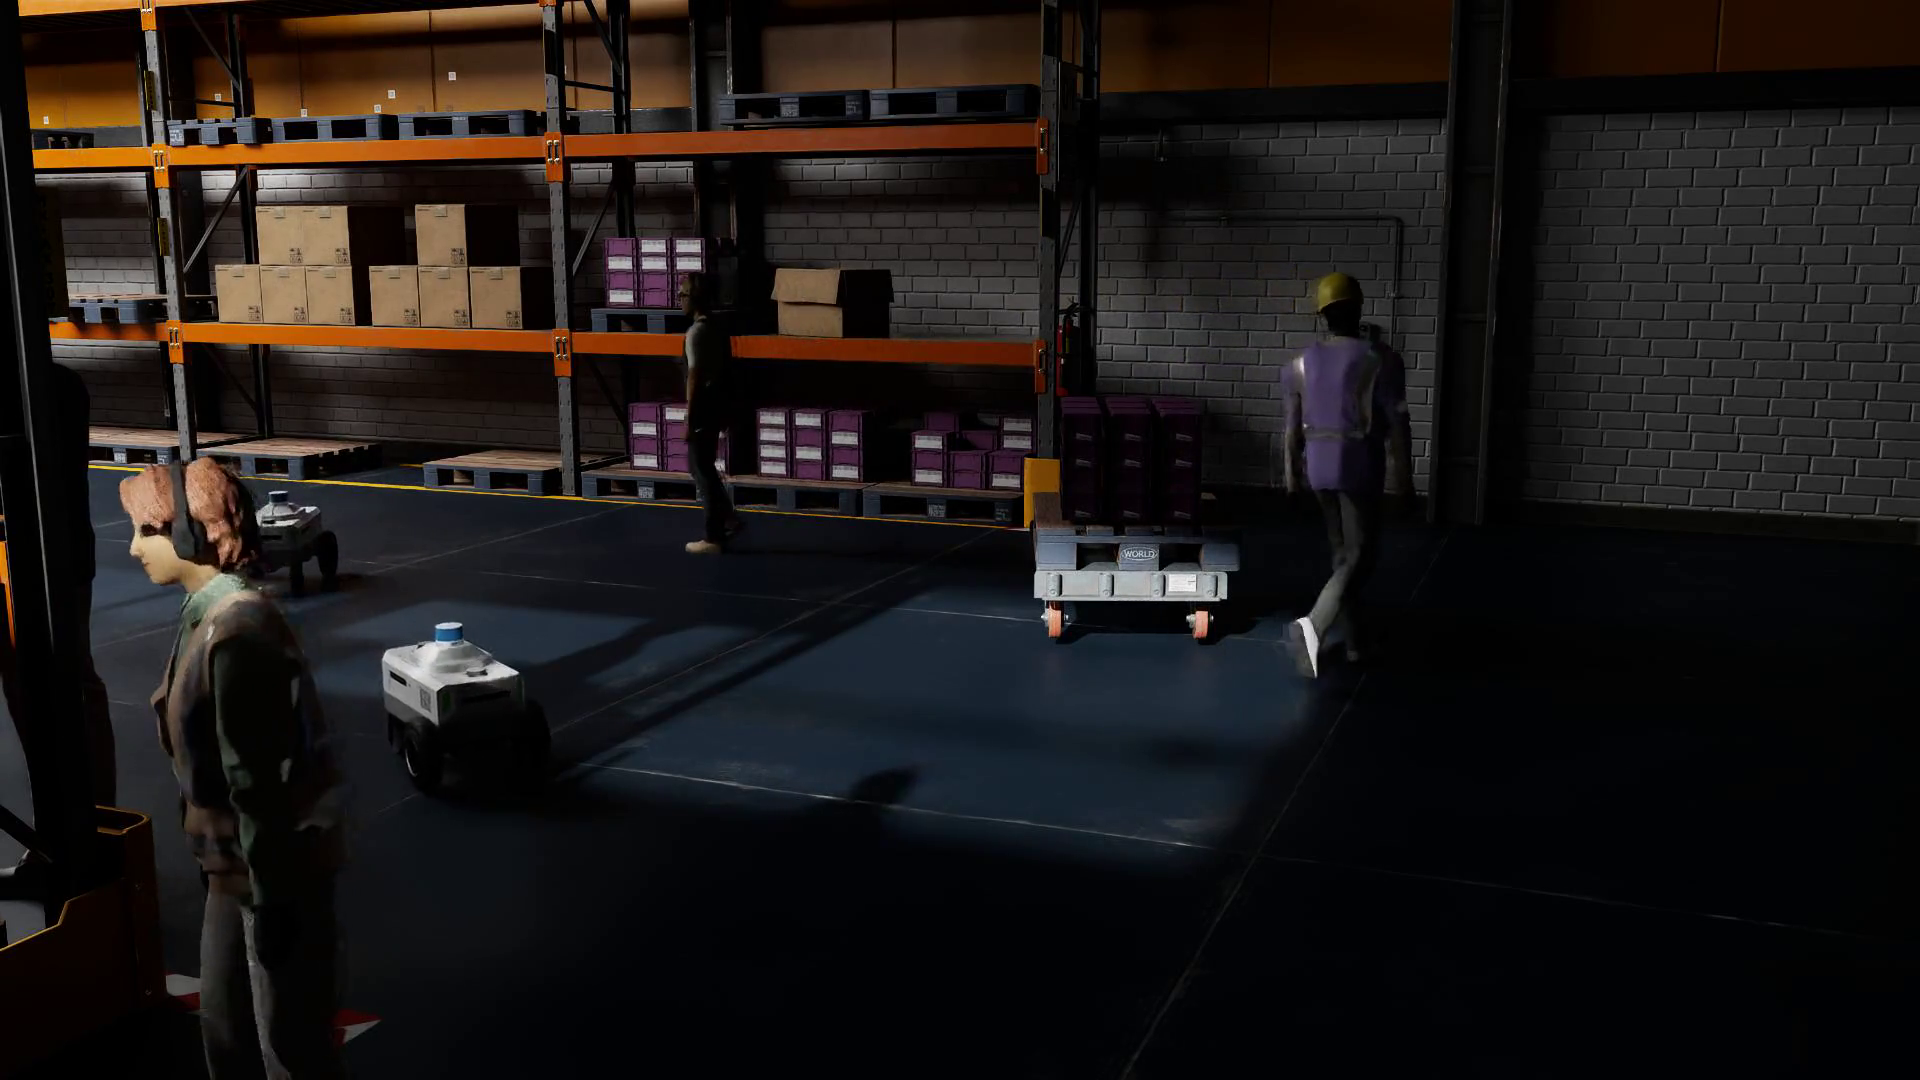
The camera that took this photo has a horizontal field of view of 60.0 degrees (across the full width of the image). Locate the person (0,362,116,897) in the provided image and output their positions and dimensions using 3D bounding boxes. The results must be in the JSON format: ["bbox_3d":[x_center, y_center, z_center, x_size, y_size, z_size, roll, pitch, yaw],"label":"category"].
[{"bbox_3d":[-2.903,0.108,5.188,0.377,1.995,0.608,-1,10,-4],"label":"person"}]

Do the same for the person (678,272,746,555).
[{"bbox_3d":[-1.659,-0.809,10.747,0.399,1.829,0.546,2,10,13],"label":"person"}]

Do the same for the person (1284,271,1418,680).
[{"bbox_3d":[1.756,-0.298,7.749,0.617,1.889,0.809,10,14,43],"label":"person"}]

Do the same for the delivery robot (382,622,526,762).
[{"bbox_3d":[-1.957,0.562,6.409,0.477,0.478,0.707,-8,13,-37],"label":"delivery robot"}]

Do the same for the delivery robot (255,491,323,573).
[{"bbox_3d":[-3.996,-0.044,9.782,0.477,0.478,0.707,-1,10,-8],"label":"delivery robot"}]

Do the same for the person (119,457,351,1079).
[{"bbox_3d":[-1.406,0.651,3.220,0.436,1.621,0.523,-6,12,-31],"label":"person"}]
